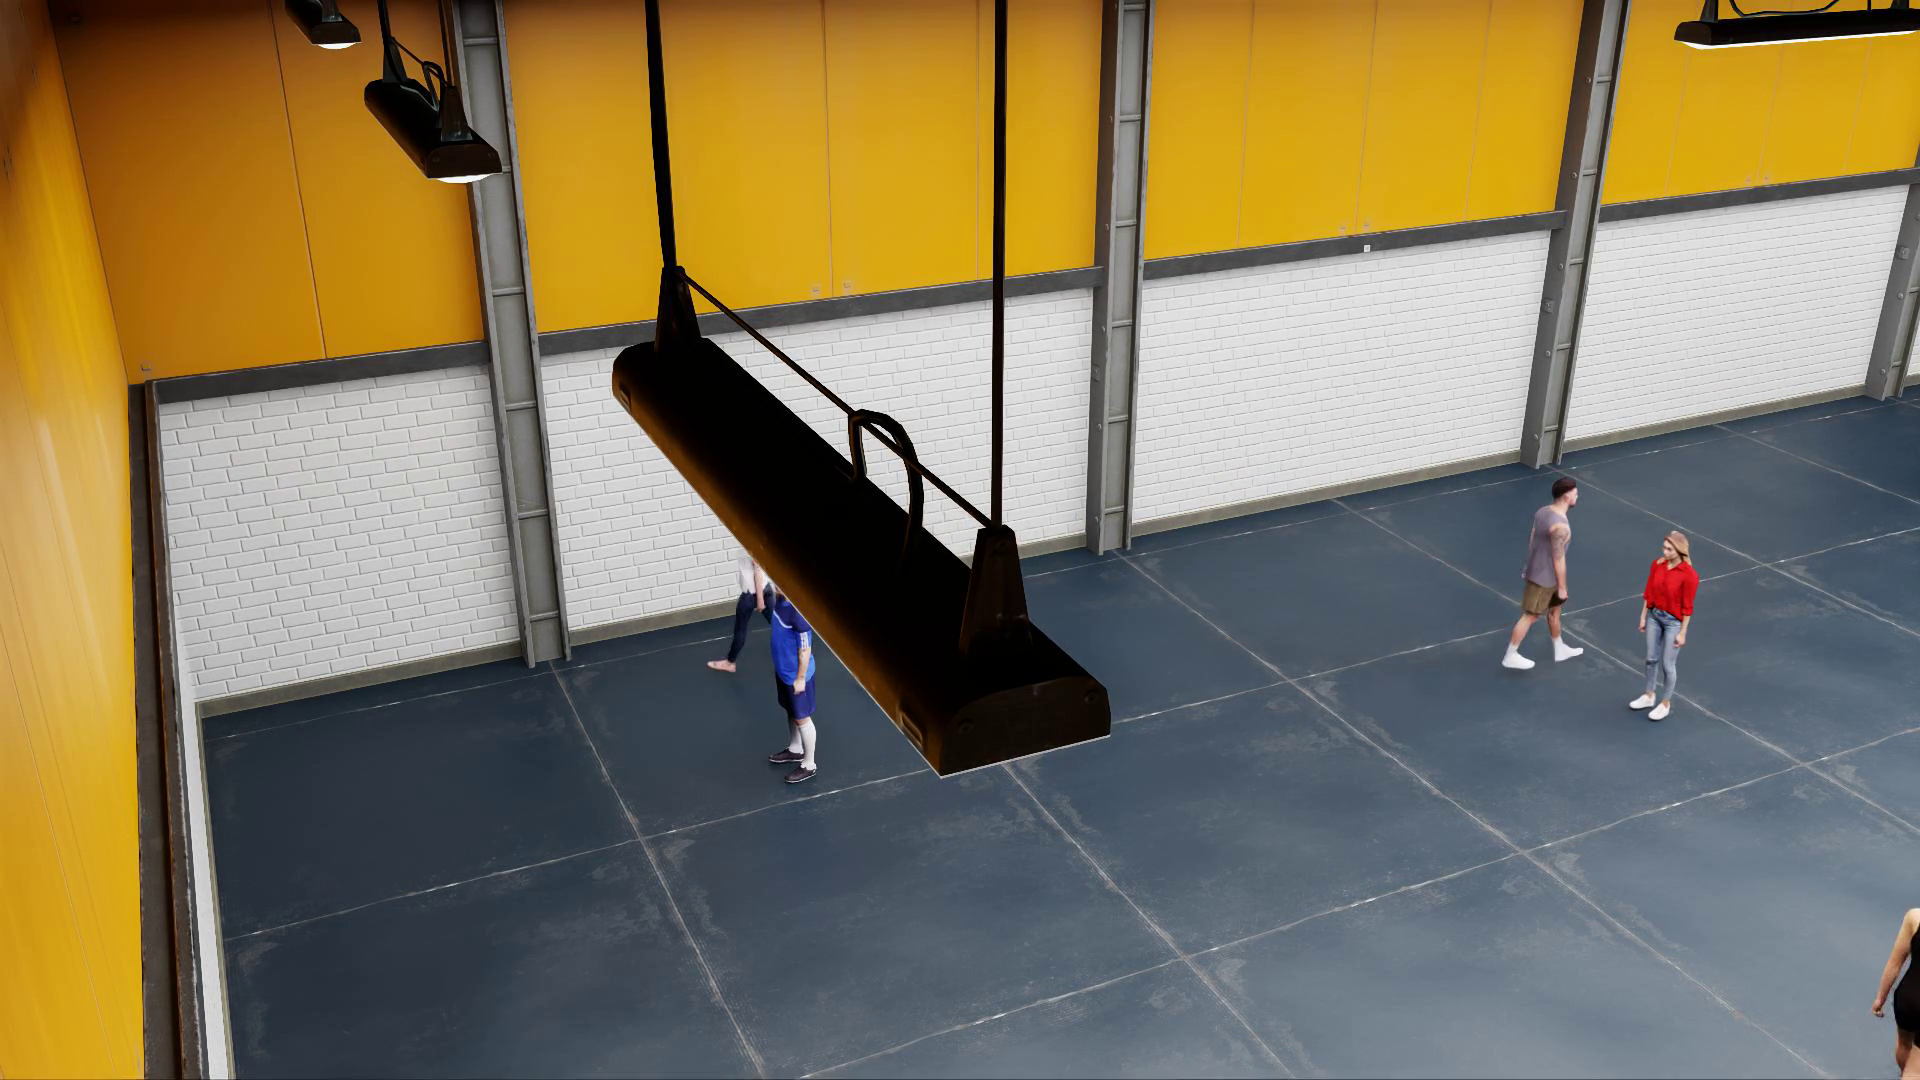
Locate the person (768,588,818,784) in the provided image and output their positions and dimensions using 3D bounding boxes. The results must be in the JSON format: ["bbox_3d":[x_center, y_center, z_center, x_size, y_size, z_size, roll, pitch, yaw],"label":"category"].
[{"bbox_3d":[-1.329,1.040,13.315,0.558,1.843,0.661,-11,26,-24],"label":"person"}]

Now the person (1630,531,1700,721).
[{"bbox_3d":[6.052,0.714,14.239,0.567,1.700,0.650,-15,28,-30],"label":"person"}]

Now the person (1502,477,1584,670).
[{"bbox_3d":[5.100,0.319,14.787,1.118,1.810,0.926,1,24,1],"label":"person"}]

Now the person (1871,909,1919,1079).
[{"bbox_3d":[5.483,2.743,9.507,1.180,1.771,0.836,-17,29,-34],"label":"person"}]

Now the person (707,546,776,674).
[{"bbox_3d":[-1.714,0.471,14.805,1.213,1.691,1.012,3,24,8],"label":"person"}]
